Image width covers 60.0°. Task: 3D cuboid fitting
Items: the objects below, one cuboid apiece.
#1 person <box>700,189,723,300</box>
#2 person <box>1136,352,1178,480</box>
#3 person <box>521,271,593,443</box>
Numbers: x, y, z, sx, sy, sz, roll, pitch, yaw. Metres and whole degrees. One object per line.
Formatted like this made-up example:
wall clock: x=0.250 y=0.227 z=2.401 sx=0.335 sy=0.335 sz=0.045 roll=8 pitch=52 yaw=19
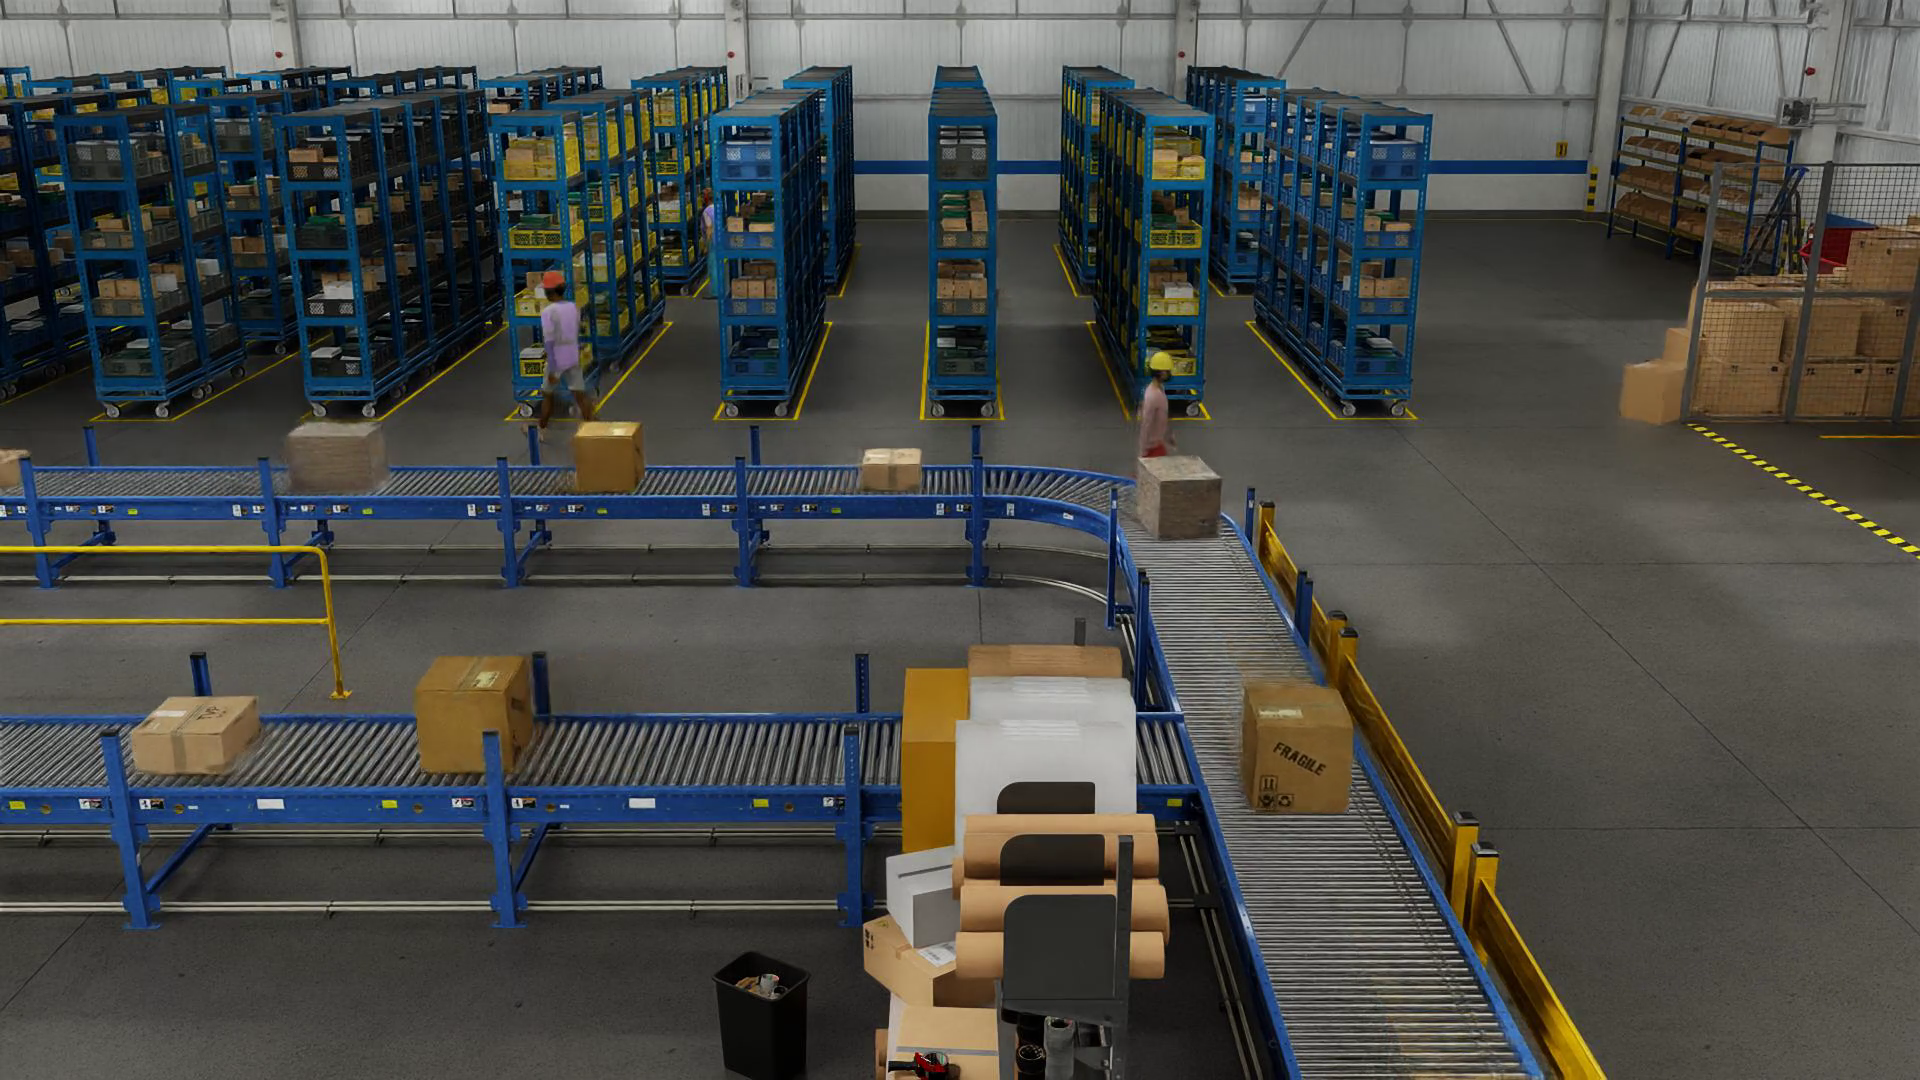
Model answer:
person: x=-4.163 y=-4.973 z=27.970 sx=0.373 sy=1.843 sz=0.570 roll=3 pitch=18 yaw=10
person: x=1.920 y=-0.895 z=15.586 sx=0.786 sy=1.738 sz=0.534 roll=3 pitch=18 yaw=9
person: x=-4.500 y=-2.015 z=18.632 sx=1.065 sy=1.982 sz=0.638 roll=10 pitch=21 yaw=29
